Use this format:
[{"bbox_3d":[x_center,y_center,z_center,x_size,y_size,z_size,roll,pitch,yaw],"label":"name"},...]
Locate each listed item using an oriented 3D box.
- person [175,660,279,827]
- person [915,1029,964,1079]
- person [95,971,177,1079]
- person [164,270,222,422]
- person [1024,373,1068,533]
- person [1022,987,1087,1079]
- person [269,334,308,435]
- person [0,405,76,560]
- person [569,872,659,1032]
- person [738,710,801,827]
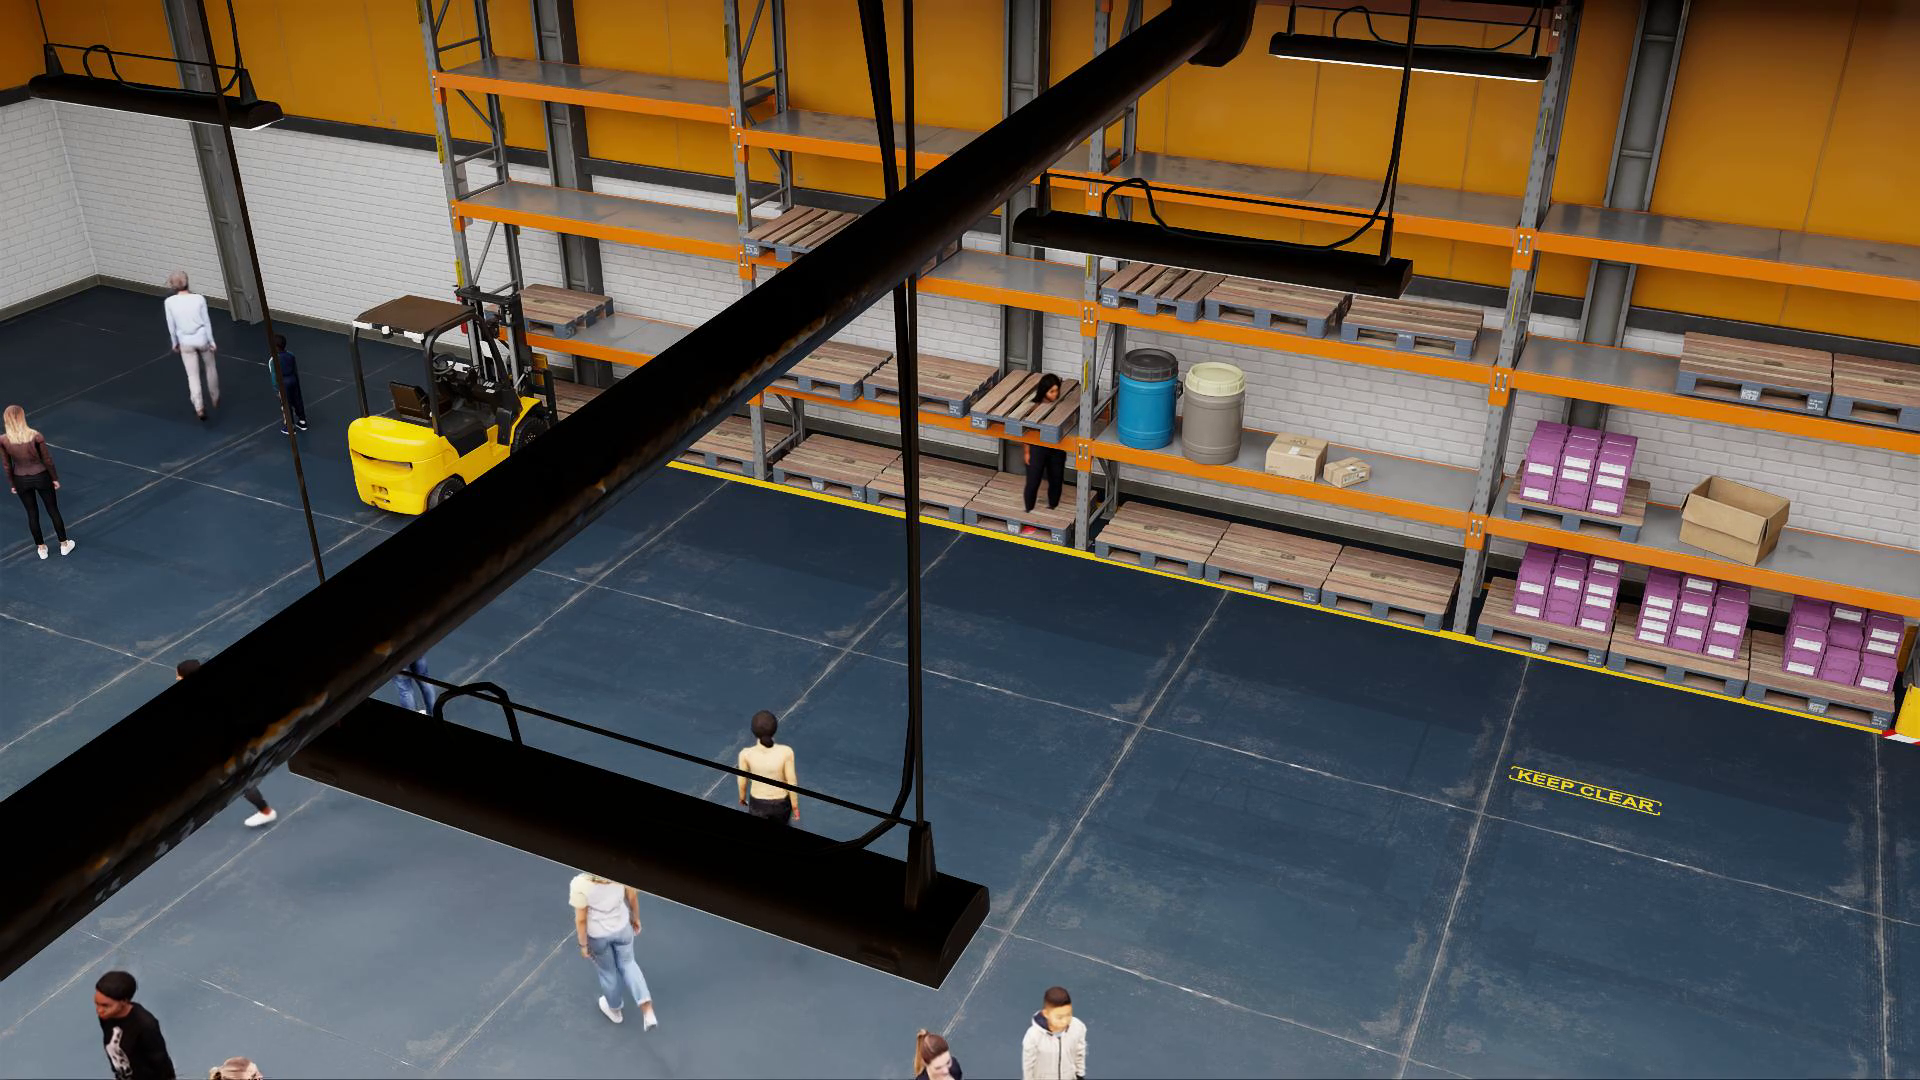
[{"bbox_3d":[-5.894,1.677,13.316,1.131,1.595,1.039,-8,30,-15],"label":"person"},{"bbox_3d":[-0.227,3.524,9.861,1.067,1.661,0.794,22,35,34],"label":"person"},{"bbox_3d":[-5.023,3.289,10.282,0.492,1.670,0.667,10,30,18],"label":"person"},{"bbox_3d":[-9.411,-2.361,20.444,1.204,1.858,1.260,-10,30,-17],"label":"person"},{"bbox_3d":[0.924,-0.968,17.936,0.769,1.813,0.833,-9,30,-16],"label":"person"},{"bbox_3d":[0.565,3.353,10.395,0.637,1.449,0.692,-10,30,-18],"label":"person"},{"bbox_3d":[-8.192,-1.908,20.242,0.506,1.255,0.528,18,33,29],"label":"person"},{"bbox_3d":[-9.701,-0.612,17.399,0.663,1.703,0.725,-10,30,-17],"label":"person"},{"bbox_3d":[-2.345,2.704,11.311,0.855,1.713,1.017,-22,36,-35],"label":"person"},{"bbox_3d":[-1.441,2.059,12.589,1.118,1.620,1.052,-3,29,-6],"label":"person"}]
